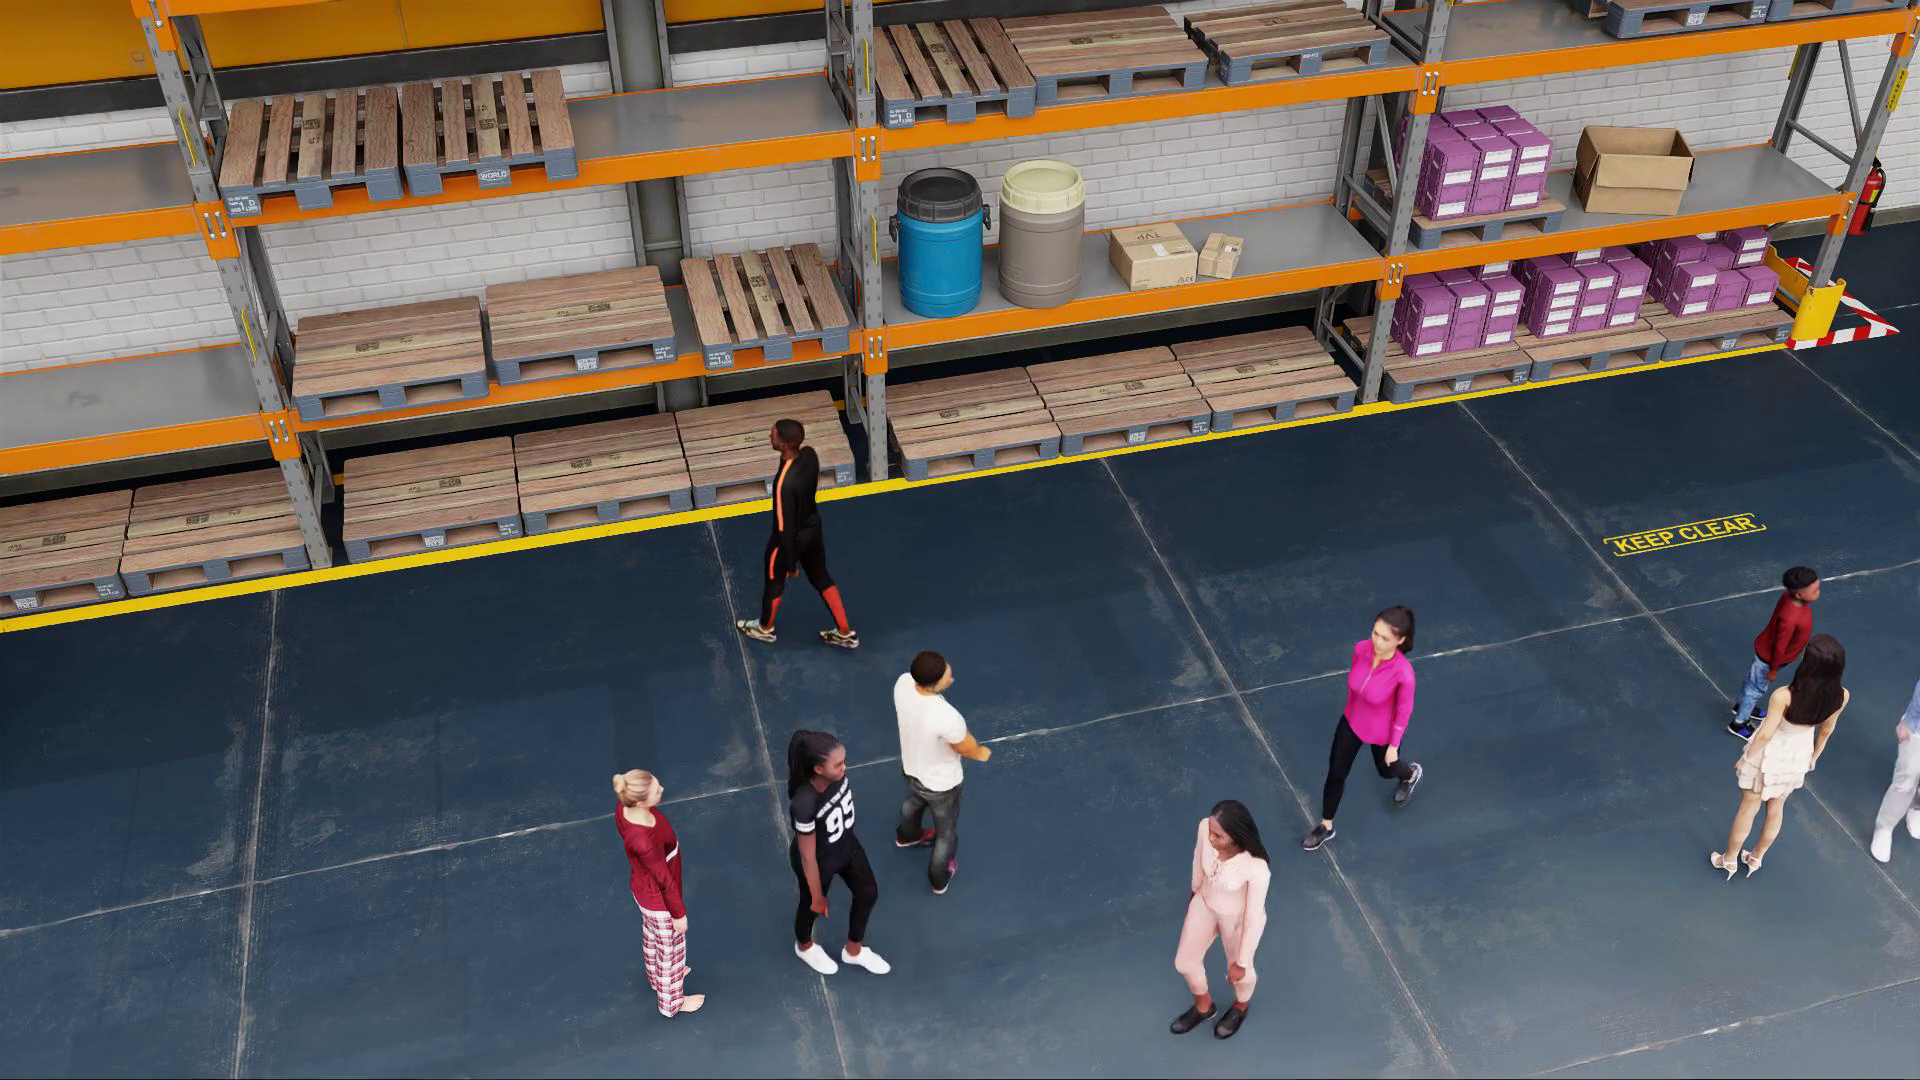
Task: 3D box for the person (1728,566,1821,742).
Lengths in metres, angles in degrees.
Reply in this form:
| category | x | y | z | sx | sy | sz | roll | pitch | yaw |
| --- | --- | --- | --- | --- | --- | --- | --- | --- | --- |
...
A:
| category | x | y | z | sx | sy | sz | roll | pitch | yaw |
| --- | --- | --- | --- | --- | --- | --- | --- | --- | --- |
| person | 4.906 | 0.661 | 10.043 | 0.633 | 1.255 | 0.579 | 17 | 42 | 20 |

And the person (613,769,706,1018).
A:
| category | x | y | z | sx | sy | sz | roll | pitch | yaw |
| --- | --- | --- | --- | --- | --- | --- | --- | --- | --- |
| person | -1.521 | 1.743 | 8.333 | 0.582 | 1.698 | 0.661 | -19 | 42 | -22 |

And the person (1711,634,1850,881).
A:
| category | x | y | z | sx | sy | sz | roll | pitch | yaw |
| --- | --- | --- | --- | --- | --- | --- | --- | --- | --- |
| person | 4.426 | 1.197 | 8.987 | 0.529 | 1.736 | 0.685 | -1 | 39 | -2 |

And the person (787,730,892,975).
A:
| category | x | y | z | sx | sy | sz | roll | pitch | yaw |
| --- | --- | --- | --- | --- | --- | --- | --- | --- | --- |
| person | -0.765 | 1.595 | 8.503 | 0.932 | 1.718 | 0.868 | 18 | 42 | 21 |

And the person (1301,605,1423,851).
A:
| category | x | y | z | sx | sy | sz | roll | pitch | yaw |
| --- | --- | --- | --- | --- | --- | --- | --- | --- | --- |
| person | 2.365 | 1.012 | 9.282 | 1.175 | 1.667 | 0.901 | -28 | 47 | -31 |

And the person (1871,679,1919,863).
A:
| category | x | y | z | sx | sy | sz | roll | pitch | yaw |
| --- | --- | --- | --- | --- | --- | --- | --- | --- | --- |
| person | 5.413 | 0.973 | 9.155 | 0.806 | 1.877 | 0.873 | 12 | 40 | 15 |

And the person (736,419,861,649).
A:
| category | x | y | z | sx | sy | sz | roll | pitch | yaw |
| --- | --- | --- | --- | --- | --- | --- | --- | --- | --- |
| person | -0.945 | -0.008 | 10.464 | 1.132 | 1.776 | 1.047 | 17 | 42 | 20 |

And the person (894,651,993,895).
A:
| category | x | y | z | sx | sy | sz | roll | pitch | yaw |
| --- | --- | --- | --- | --- | --- | --- | --- | --- | --- |
| person | -0.160 | 1.274 | 8.865 | 0.865 | 1.777 | 0.876 | 25 | 45 | 28 |

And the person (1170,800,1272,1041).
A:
| category | x | y | z | sx | sy | sz | roll | pitch | yaw |
| --- | --- | --- | --- | --- | --- | --- | --- | --- | --- |
| person | 1.375 | 1.833 | 8.218 | 0.807 | 1.701 | 0.781 | -31 | 48 | -33 |
